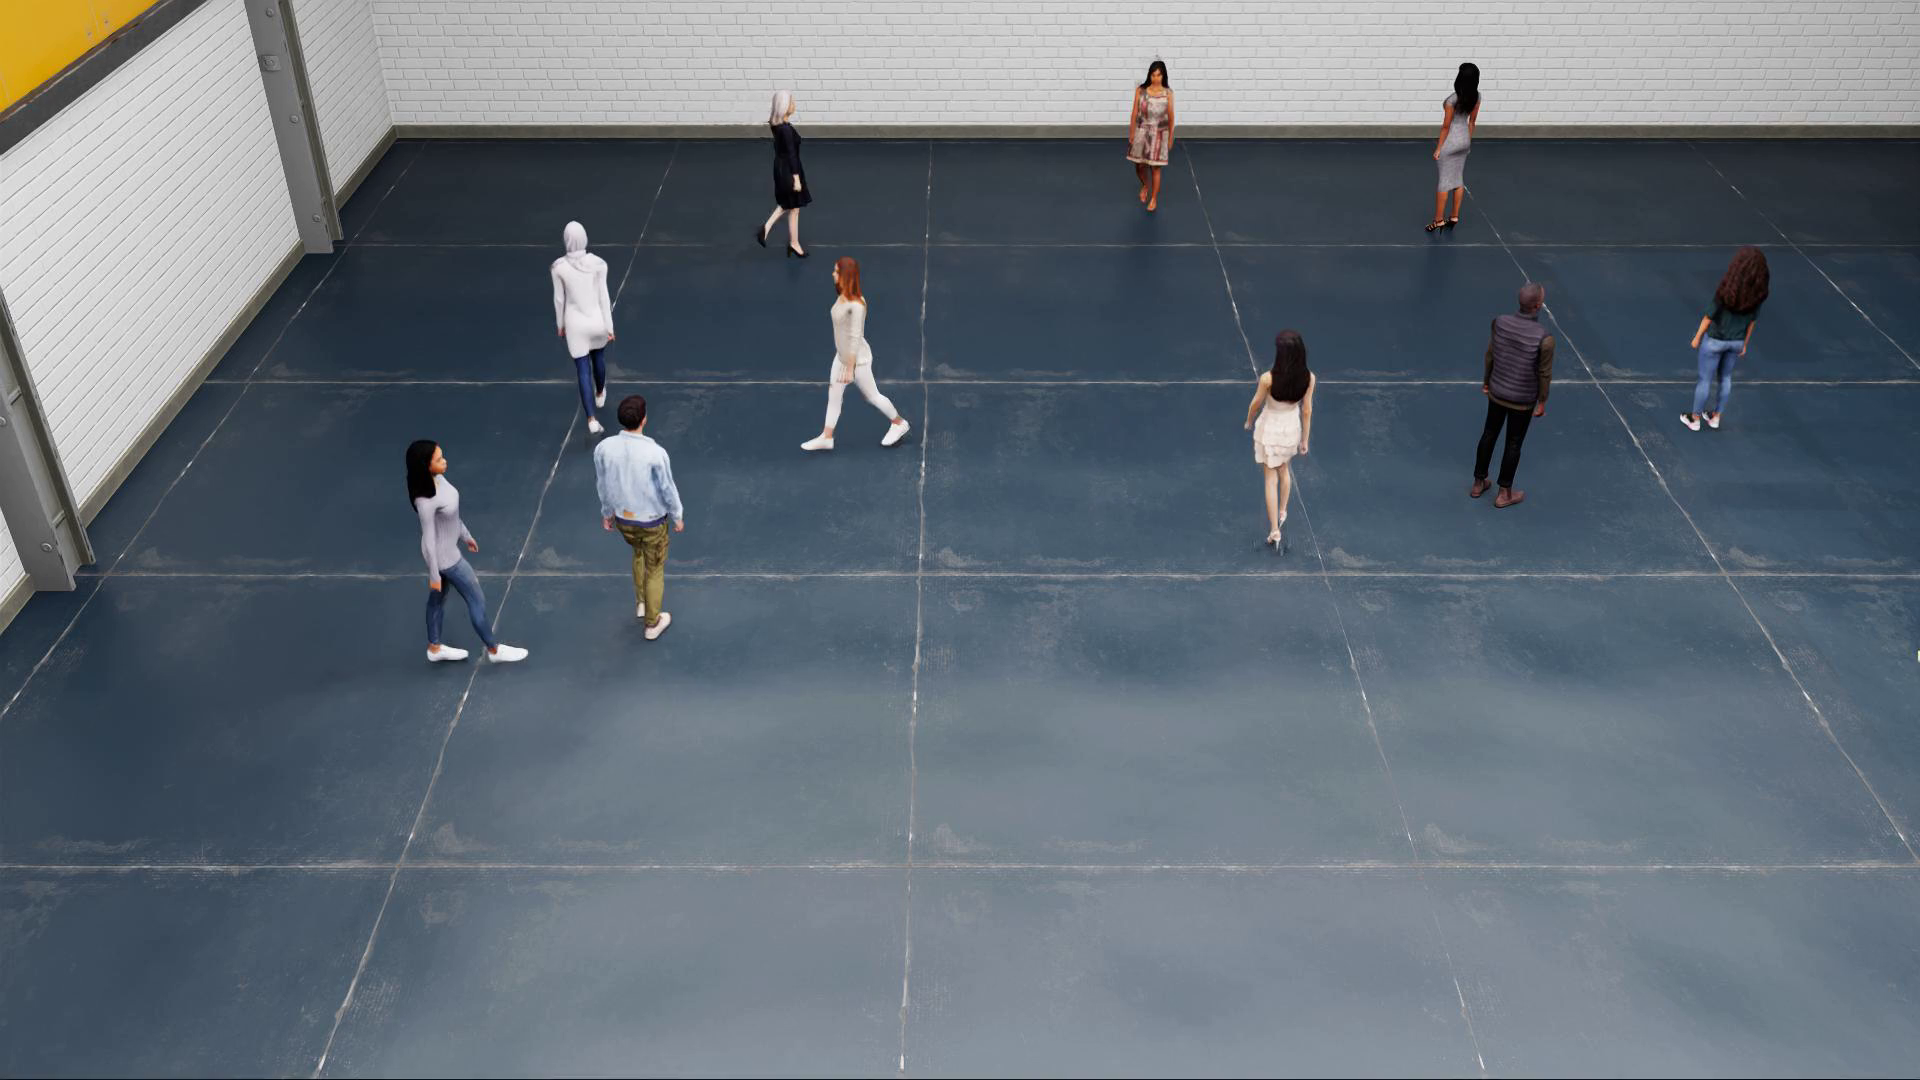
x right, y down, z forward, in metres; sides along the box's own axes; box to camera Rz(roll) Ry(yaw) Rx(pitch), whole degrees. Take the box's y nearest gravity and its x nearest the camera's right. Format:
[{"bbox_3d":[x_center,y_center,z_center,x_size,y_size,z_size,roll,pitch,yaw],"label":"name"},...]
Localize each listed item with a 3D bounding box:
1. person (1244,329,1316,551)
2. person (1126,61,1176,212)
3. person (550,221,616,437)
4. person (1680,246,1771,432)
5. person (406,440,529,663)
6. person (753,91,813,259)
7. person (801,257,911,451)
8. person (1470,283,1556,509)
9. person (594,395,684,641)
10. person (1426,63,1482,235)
[{"bbox_3d":[2.335,-0.694,12.154,0.632,1.712,0.755,-2,34,-3],"label":"person"},{"bbox_3d":[2.056,-4.326,17.694,0.752,1.627,0.806,8,34,12],"label":"person"},{"bbox_3d":[-3.067,-1.688,13.629,0.775,1.734,1.218,-6,34,-9],"label":"person"},{"bbox_3d":[6.273,-1.633,13.654,0.616,1.614,0.609,-3,34,-4],"label":"person"},{"bbox_3d":[-3.495,0.116,10.935,0.785,1.712,0.902,-7,34,-10],"label":"person"},{"bbox_3d":[-1.781,-3.580,16.474,0.833,1.735,0.854,-11,35,-16],"label":"person"},{"bbox_3d":[-0.771,-1.465,13.345,0.967,1.676,1.152,-14,36,-20],"label":"person"},{"bbox_3d":[4.205,-1.111,12.668,0.829,1.836,0.756,-27,42,-34],"label":"person"},{"bbox_3d":[-2.178,-0.103,11.187,0.786,1.797,0.777,9,35,14],"label":"person"},{"bbox_3d":[5.086,-4.027,17.105,0.660,1.781,0.652,-14,36,-21],"label":"person"}]
